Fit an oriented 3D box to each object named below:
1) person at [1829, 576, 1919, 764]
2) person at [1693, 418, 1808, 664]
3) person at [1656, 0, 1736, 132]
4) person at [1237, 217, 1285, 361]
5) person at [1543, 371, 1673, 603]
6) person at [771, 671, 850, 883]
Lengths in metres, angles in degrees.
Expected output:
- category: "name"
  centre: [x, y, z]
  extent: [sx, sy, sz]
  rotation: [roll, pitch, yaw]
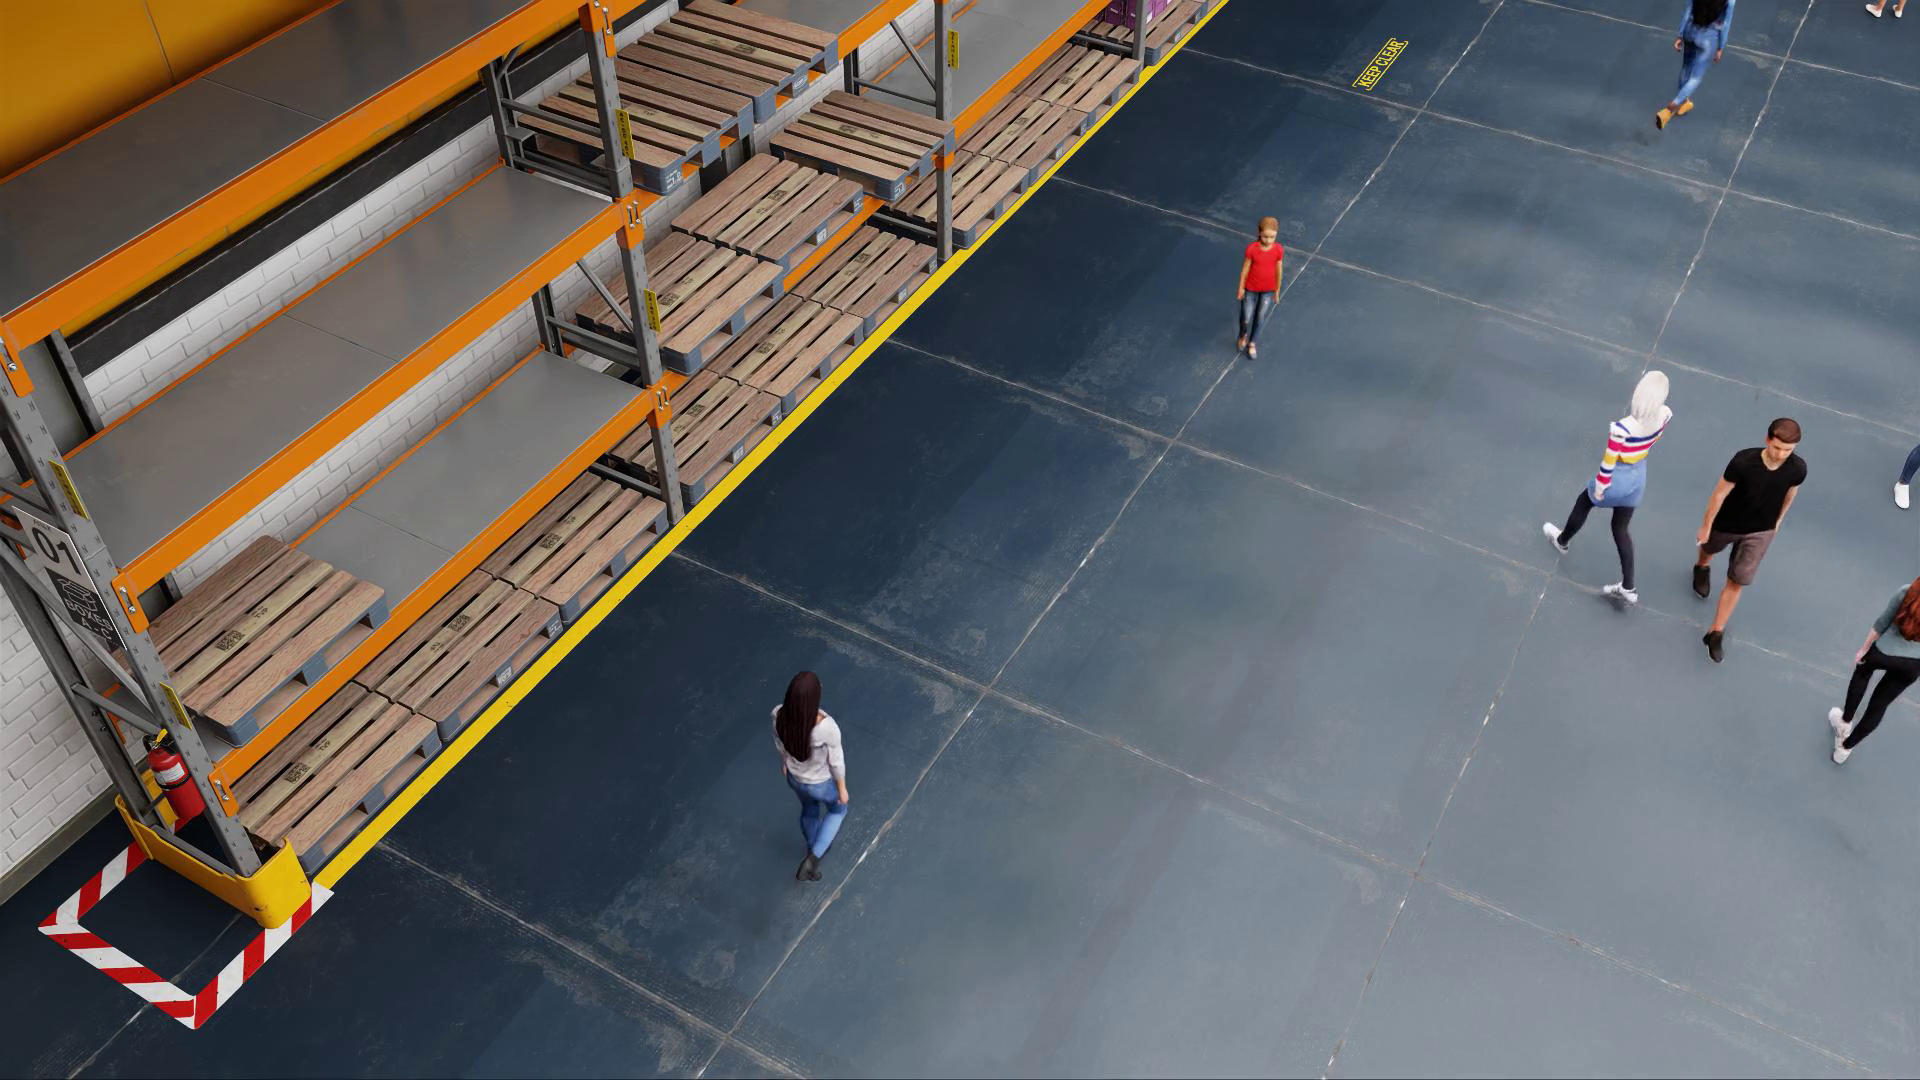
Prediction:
- category: "person"
  centre: [5.762, 0.785, 10.232]
  extent: [0.642, 1.727, 0.694]
  rotation: [16, 46, 16]
- category: "person"
  centre: [5.250, -0.174, 11.182]
  extent: [0.889, 1.806, 1.313]
  rotation: [10, 45, 11]
- category: "person"
  centre: [7.125, -4.770, 16.093]
  extent: [1.178, 1.686, 0.830]
  rotation: [-33, 53, -30]
- category: "person"
  centre: [2.426, -2.096, 13.561]
  extent: [0.583, 1.306, 0.627]
  rotation: [0, 44, 0]
- category: "person"
  centre: [4.589, -0.343, 11.383]
  extent: [1.165, 1.772, 1.179]
  rotation: [-15, 46, -15]
- category: "person"
  centre: [-0.885, 1.438, 9.626]
  extent: [0.637, 1.619, 0.708]
  rotation: [20, 47, 20]
